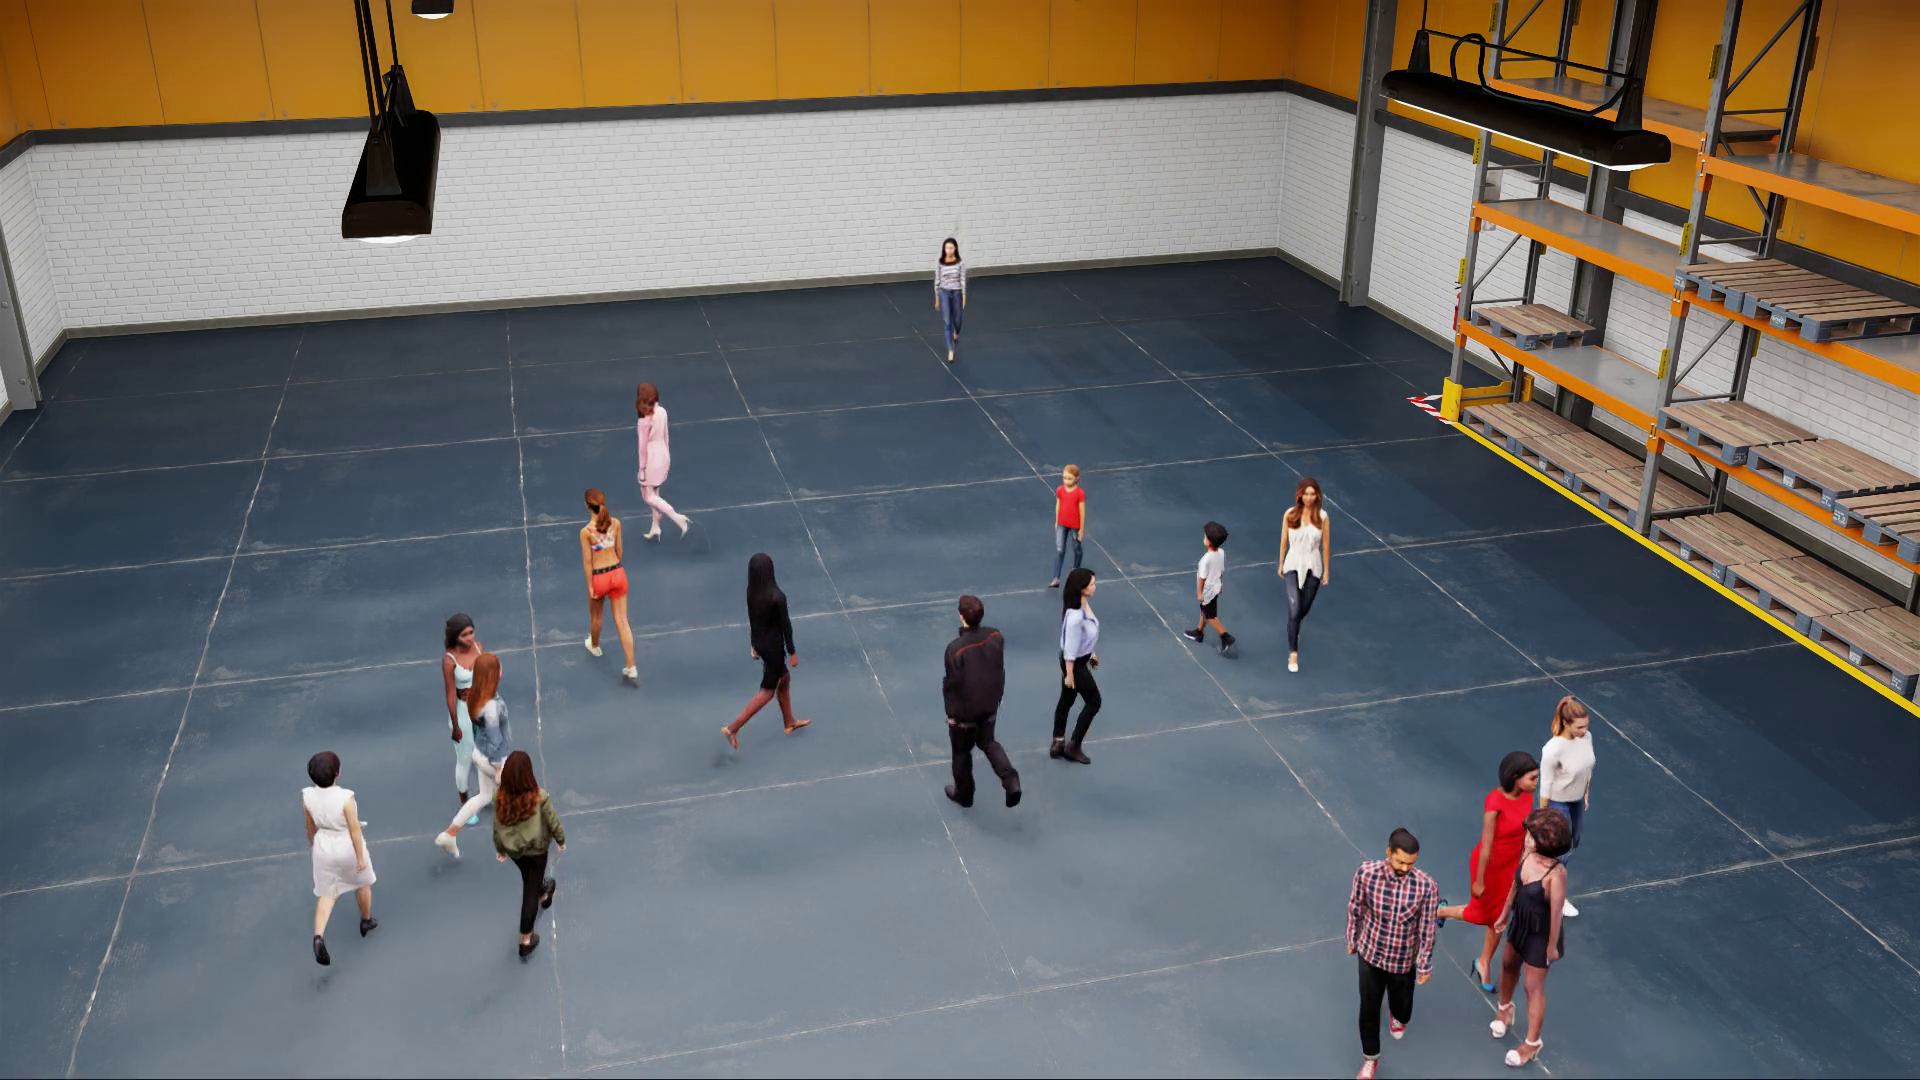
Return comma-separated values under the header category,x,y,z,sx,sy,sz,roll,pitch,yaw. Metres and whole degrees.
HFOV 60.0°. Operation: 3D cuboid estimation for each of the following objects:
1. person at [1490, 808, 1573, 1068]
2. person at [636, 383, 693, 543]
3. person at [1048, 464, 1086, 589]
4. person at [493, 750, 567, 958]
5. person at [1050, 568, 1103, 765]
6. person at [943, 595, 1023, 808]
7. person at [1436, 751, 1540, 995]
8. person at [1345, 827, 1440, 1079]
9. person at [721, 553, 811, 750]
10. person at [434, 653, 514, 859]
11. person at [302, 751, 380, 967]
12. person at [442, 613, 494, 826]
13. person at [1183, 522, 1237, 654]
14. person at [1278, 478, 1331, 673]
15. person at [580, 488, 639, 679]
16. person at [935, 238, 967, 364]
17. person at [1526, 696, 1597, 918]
category,x,y,z,sx,sy,sz,roll,pitch,yaw
person,3.563,2.400,10.319,0.662,1.783,0.514,-9,25,-20
person,-3.165,-0.776,17.581,1.001,1.785,0.956,12,26,25
person,1.145,-0.165,16.812,0.827,1.282,0.932,10,26,22
person,-2.968,2.149,11.328,0.853,1.434,1.081,3,24,7
person,0.843,1.022,13.533,0.788,1.733,0.686,2,24,6
person,0.163,1.306,12.773,0.925,1.821,1.070,-15,28,-31
person,3.467,2.143,10.984,0.720,1.720,0.945,-11,26,-24
person,2.632,2.483,10.182,0.983,1.740,1.071,9,25,19
person,-1.642,0.952,13.747,1.011,1.690,1.140,-18,29,-35
person,-3.524,1.634,12.201,0.872,1.678,1.062,-14,27,-28
person,-4.215,2.150,11.200,0.772,1.535,1.016,3,24,6
person,-3.766,1.338,12.822,0.698,1.724,0.657,17,29,34
person,2.369,0.447,15.456,0.898,1.246,0.751,20,31,38
person,3.147,0.257,15.263,0.896,1.749,1.175,3,24,6
person,-3.113,0.421,14.895,0.810,1.743,1.214,-15,28,-30
person,-0.133,-3.420,23.637,0.743,1.779,0.914,1,24,3
person,4.167,1.827,11.732,0.832,1.702,1.006,-17,29,-35
